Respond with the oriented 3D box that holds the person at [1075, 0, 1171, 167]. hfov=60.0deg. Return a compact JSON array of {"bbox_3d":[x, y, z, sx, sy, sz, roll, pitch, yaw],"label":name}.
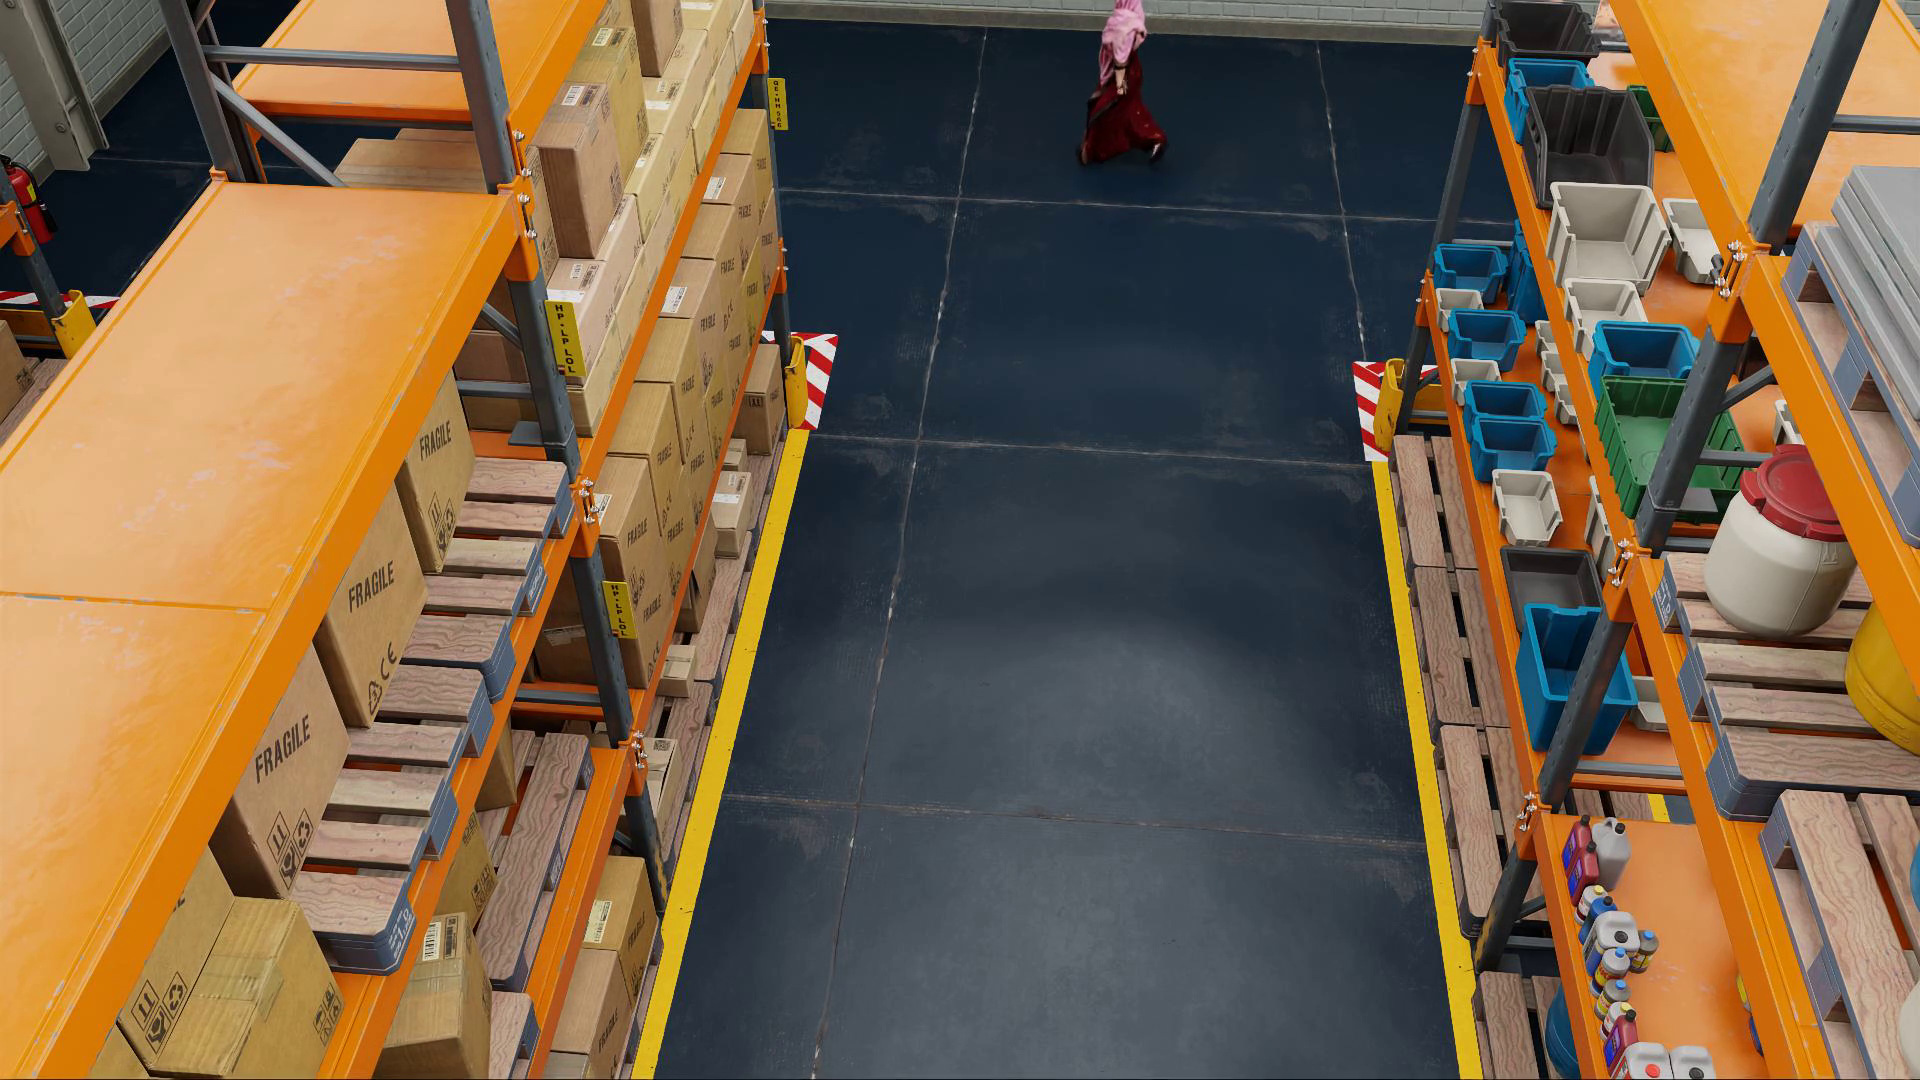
[{"bbox_3d":[1.321,-3.620,12.904,0.906,1.613,1.011,14,45,15],"label":"person"}]
